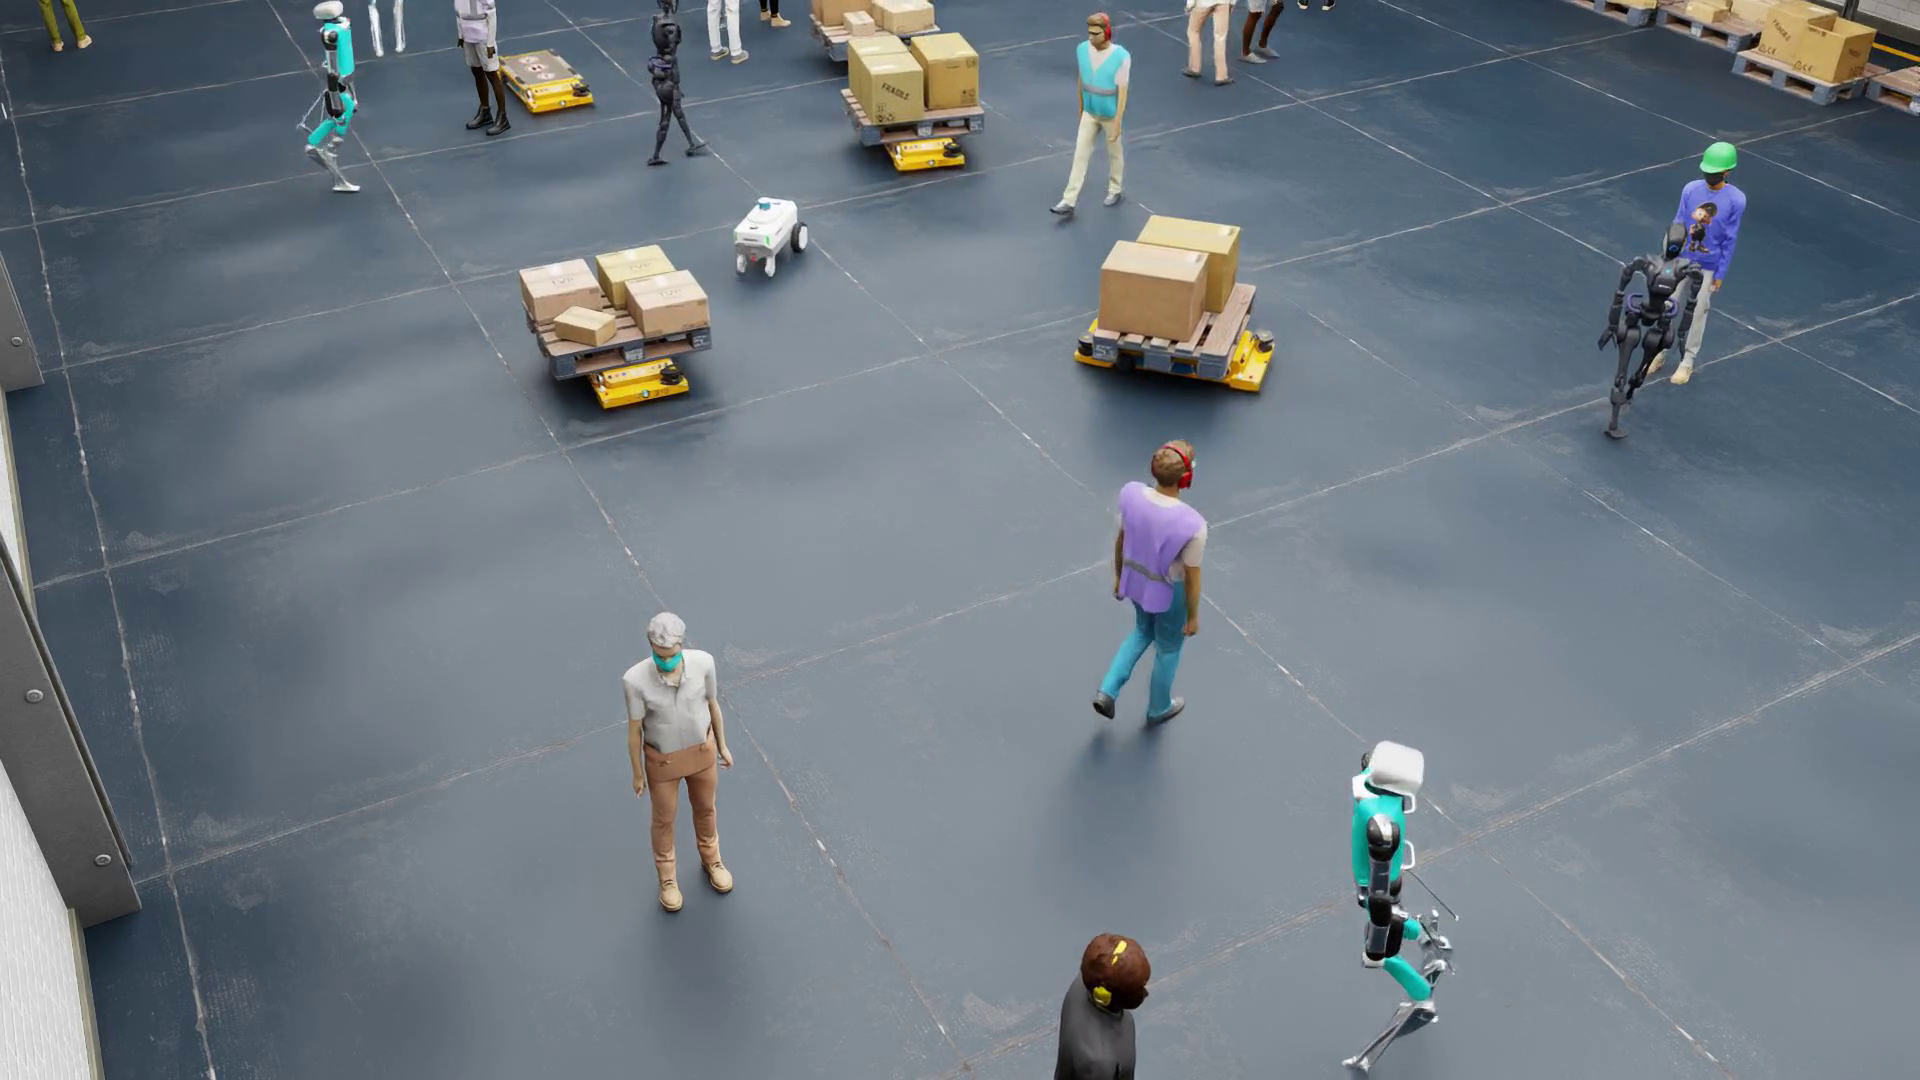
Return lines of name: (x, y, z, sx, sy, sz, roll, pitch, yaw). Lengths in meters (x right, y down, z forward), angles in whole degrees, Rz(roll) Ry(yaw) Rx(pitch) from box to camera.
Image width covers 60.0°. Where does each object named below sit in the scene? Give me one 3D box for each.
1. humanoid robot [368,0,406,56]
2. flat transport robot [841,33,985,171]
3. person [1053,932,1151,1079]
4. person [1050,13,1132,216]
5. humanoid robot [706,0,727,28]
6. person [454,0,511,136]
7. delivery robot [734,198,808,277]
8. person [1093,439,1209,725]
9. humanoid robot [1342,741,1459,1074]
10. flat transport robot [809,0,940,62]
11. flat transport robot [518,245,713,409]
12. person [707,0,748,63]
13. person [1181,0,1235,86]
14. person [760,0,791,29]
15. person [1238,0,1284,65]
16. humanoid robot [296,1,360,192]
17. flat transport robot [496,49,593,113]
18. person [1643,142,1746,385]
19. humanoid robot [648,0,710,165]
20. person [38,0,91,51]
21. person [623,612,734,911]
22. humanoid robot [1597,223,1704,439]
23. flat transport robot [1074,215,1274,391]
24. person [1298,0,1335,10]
humanoid robot: (-6.426, -6.256, 18.358, 0.531, 1.743, 0.762, -8, 36, -11)
flat transport robot: (-0.466, -4.026, 16.463, 0.659, 0.231, 1.431, -9, 36, -13)
person: (0.505, 2.159, 6.235, 0.347, 1.872, 0.494, 2, 35, 2)
person: (1.207, -3.738, 14.714, 0.595, 1.793, 0.950, 24, 41, 30)
humanoid robot: (-2.854, -6.761, 19.060, 0.692, 1.763, 0.531, -21, 40, -27)
person: (-4.759, -4.960, 16.345, 0.542, 1.938, 0.353, 24, 41, 30)
delivery robot: (-1.648, -2.634, 14.243, 0.499, 0.613, 0.807, 9, 36, 13)
person: (1.039, 0.296, 8.936, 0.531, 1.830, 0.560, -27, 43, -33)
humanoid robot: (2.005, 1.629, 7.152, 0.800, 1.809, 0.530, 5, 35, 7)
flat transport robot: (-0.953, -5.431, 18.470, 0.659, 0.231, 1.431, -11, 37, -16)
flat transport robot: (-2.619, -1.472, 12.817, 0.659, 0.231, 1.431, -15, 38, -20)
person: (-2.585, -6.151, 18.098, 0.574, 1.880, 0.353, 16, 38, 21)
person: (2.661, -5.670, 17.609, 0.581, 1.637, 0.532, -5, 35, -7)
person: (-2.164, -6.778, 19.153, 0.318, 1.690, 0.530, -20, 40, -27)
person: (3.333, -6.059, 17.926, 0.615, 1.917, 0.583, 9, 36, 13)
humanoid robot: (-5.774, -3.938, 15.165, 0.716, 1.902, 0.541, -1, 35, -1)
flat transport robot: (-4.464, -4.903, 17.717, 0.659, 0.231, 1.431, -18, 39, -24)
person: (5.411, -2.040, 12.247, 0.467, 1.862, 0.374, 26, 43, 32)
humanoid robot: (-2.728, -4.396, 15.783, 0.676, 1.629, 0.609, -14, 37, -19)
person: (-10.148, -6.358, 18.427, 0.523, 1.837, 0.371, -11, 36, -15)
person: (-1.336, 1.039, 7.951, 0.494, 1.735, 0.309, -16, 38, -22)
humanoid robot: (4.817, -1.498, 11.670, 0.584, 1.624, 0.790, 7, 36, 10)
flat transport robot: (1.658, -1.485, 12.835, 1.431, 0.231, 0.659, 11, 37, 15)
person: (4.293, -7.262, 19.609, 0.602, 1.962, 0.368, 7, 36, 10)
